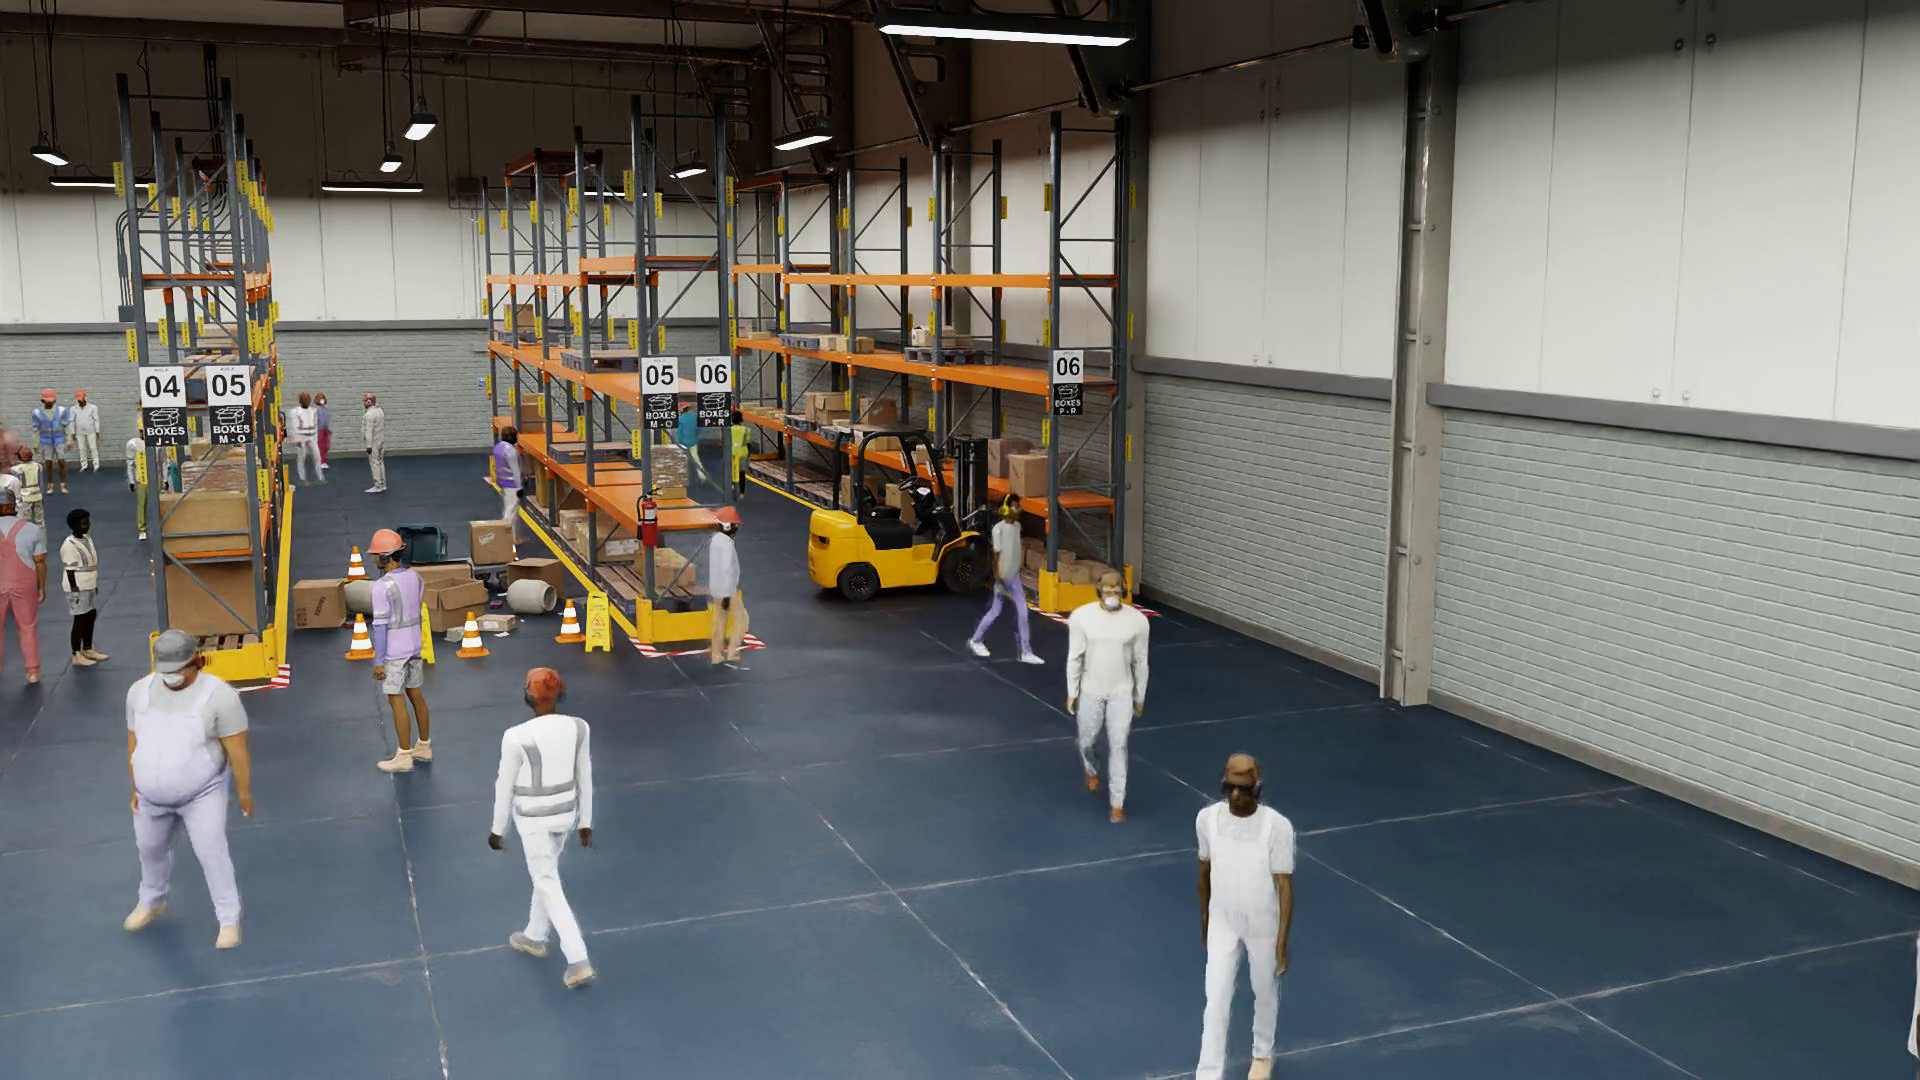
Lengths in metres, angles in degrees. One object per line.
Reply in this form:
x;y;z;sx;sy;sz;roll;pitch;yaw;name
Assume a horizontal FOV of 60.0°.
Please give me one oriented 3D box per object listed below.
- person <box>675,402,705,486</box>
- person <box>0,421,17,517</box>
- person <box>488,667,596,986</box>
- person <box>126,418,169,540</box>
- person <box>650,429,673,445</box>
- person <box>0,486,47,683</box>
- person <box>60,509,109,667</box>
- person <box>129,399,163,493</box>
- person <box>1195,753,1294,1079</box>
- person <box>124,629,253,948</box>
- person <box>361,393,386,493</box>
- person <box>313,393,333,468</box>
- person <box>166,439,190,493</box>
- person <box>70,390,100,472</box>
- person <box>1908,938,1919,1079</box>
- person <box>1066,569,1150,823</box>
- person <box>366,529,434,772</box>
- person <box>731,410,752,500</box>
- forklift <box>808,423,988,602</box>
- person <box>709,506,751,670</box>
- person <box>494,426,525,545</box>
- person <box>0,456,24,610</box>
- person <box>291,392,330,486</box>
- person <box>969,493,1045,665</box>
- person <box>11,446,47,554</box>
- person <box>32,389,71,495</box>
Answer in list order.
-5.345;-1.924;32.790;0.563;1.714;0.866;-8;12;-40;person
-15.710;-1.110;27.221;0.726;1.857;0.917;3;10;18;person
-2.419;1.660;9.813;0.957;1.851;0.574;7;12;38;person
-12.730;-0.969;26.102;0.587;1.927;0.369;-7;11;-38;person
-5.680;-1.668;31.461;0.518;1.613;0.473;-3;9;-18;person
-9.620;0.448;16.829;0.686;2.000;0.535;-6;11;-32;person
-9.302;0.503;17.604;0.319;1.686;0.539;-1;9;-5;person
-15.448;-1.788;31.505;0.487;1.849;0.548;-6;11;-35;person
1.389;1.936;8.223;0.535;1.791;0.982;4;10;23;person
-4.845;1.487;10.288;0.906;2.000;0.642;0;9;1;person
-11.230;-1.855;31.792;0.398;1.899;0.644;0;9;0;person
-13.741;-2.355;35.802;0.385;1.618;0.552;4;10;22;person
-13.484;-1.292;28.667;0.526;1.760;0.337;5;10;28;person
-18.408;-2.286;34.986;0.573;1.739;0.349;-2;9;-9;person
4.035;2.134;6.757;0.533;1.868;0.310;-7;11;-36;person
1.136;1.152;12.771;0.638;1.916;0.699;1;9;5;person
-4.723;0.917;13.917;0.419;2.034;0.605;2;9;14;person
-4.083;-1.544;30.504;0.538;1.685;0.442;-1;9;-8;person
-0.830;-0.399;21.676;2.313;2.155;1.214;-4;10;-21;forklift
-2.401;0.504;17.447;0.523;1.733;0.567;-4;10;-22;person
-6.902;-0.838;25.560;0.429;1.844;0.644;-7;11;-36;person
-11.877;-0.134;20.487;0.613;2.039;0.393;-2;9;-14;person
-12.724;-1.957;32.533;0.863;1.851;0.594;7;11;37;person
0.477;0.395;17.834;0.932;1.832;0.530;7;12;39;person
-13.704;-0.568;24.475;0.309;1.641;0.513;3;10;21;person
-17.080;-1.839;31.299;0.610;2.027;0.454;-5;11;-31;person
